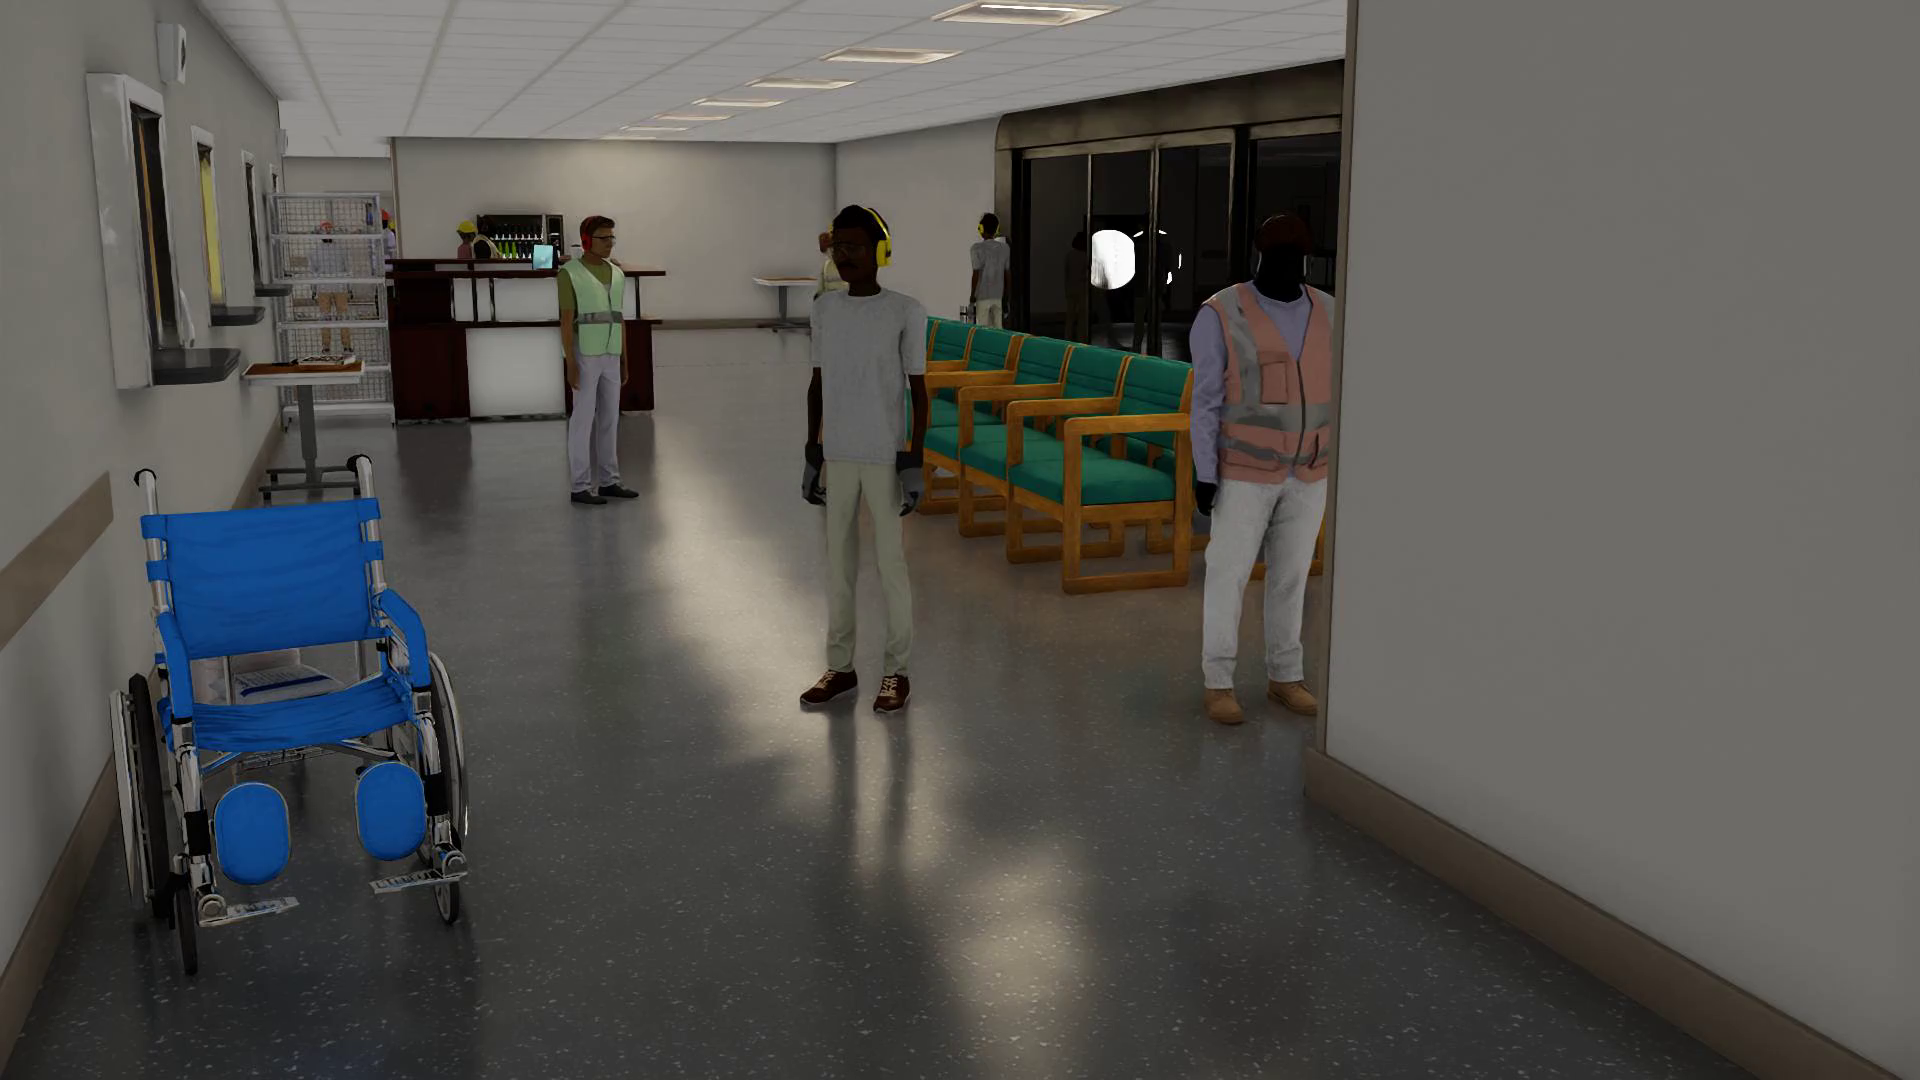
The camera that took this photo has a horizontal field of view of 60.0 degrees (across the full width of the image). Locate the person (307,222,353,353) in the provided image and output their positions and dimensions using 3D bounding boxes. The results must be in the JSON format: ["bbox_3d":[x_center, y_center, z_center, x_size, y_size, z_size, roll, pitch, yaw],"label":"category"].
[{"bbox_3d":[-8.432,-3.381,22.321,0.563,1.755,0.320,-4,12,-19],"label":"person"}]

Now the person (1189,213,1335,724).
[{"bbox_3d":[1.136,-0.251,6.051,0.629,1.840,0.429,-4,12,-18],"label":"person"}]

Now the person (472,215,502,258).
[{"bbox_3d":[-6.222,-3.361,22.002,0.429,1.846,0.625,-2,11,-13],"label":"person"}]

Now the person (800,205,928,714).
[{"bbox_3d":[-0.362,-0.292,6.178,0.514,1.872,0.328,5,12,23],"label":"person"}]

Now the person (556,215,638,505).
[{"bbox_3d":[-2.357,-1.156,10.711,0.387,1.838,0.562,6,13,29],"label":"person"}]

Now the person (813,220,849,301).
[{"bbox_3d":[-1.559,-3.033,20.445,0.791,1.797,0.596,-8,14,-35],"label":"person"}]

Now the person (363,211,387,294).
[{"bbox_3d":[-10.486,-4.954,29.980,0.466,1.917,0.640,-4,12,-20],"label":"person"}]

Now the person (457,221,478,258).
[{"bbox_3d":[-6.610,-3.410,22.446,0.306,1.772,0.525,-7,13,-33],"label":"person"}]

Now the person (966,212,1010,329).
[{"bbox_3d":[0.298,-2.555,17.796,0.533,1.870,0.315,-7,13,-32],"label":"person"}]

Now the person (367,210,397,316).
[{"bbox_3d":[-9.960,-4.732,28.790,0.552,1.937,0.356,3,11,15],"label":"person"}]
